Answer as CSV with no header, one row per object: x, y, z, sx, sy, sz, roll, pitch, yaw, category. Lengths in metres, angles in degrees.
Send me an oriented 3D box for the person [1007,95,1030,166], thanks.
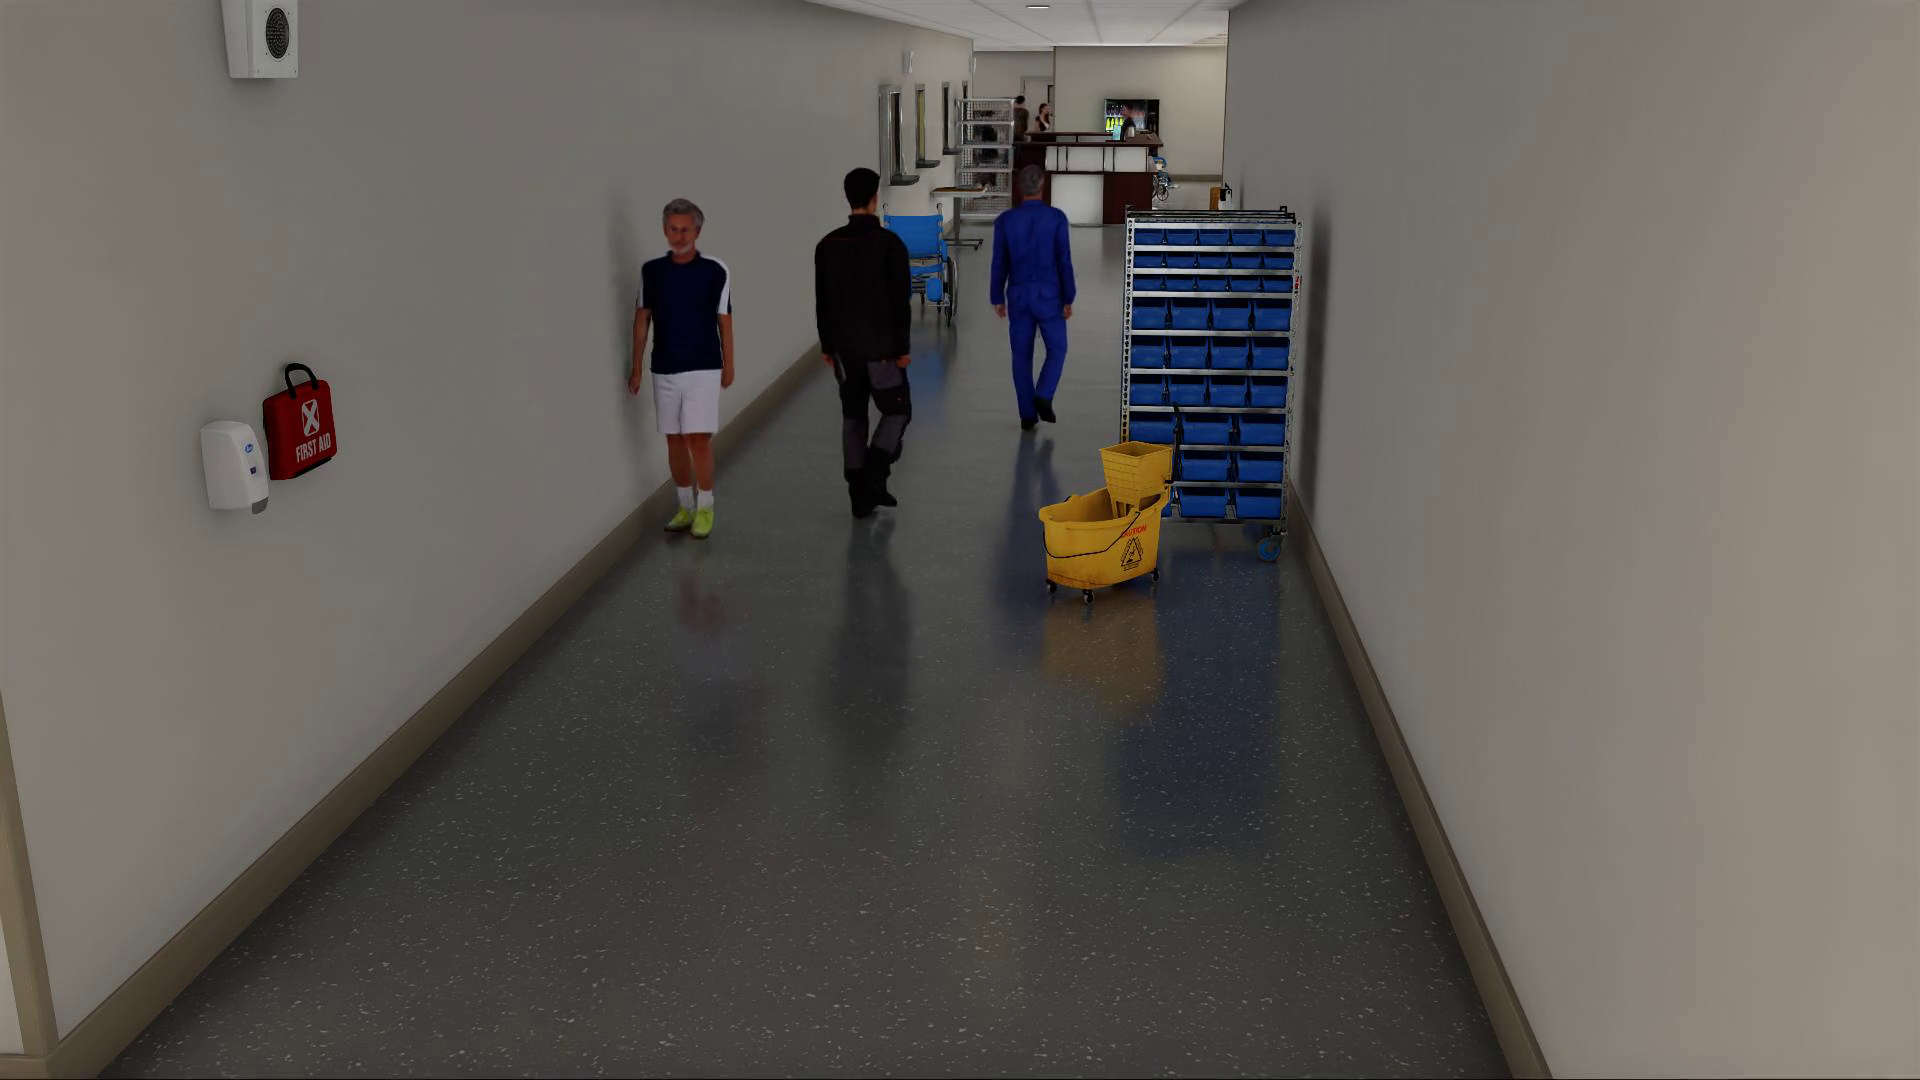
1.369,-9.800,40.335,1.213,1.850,1.030,8,18,26,person

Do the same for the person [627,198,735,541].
-1.427,-0.911,8.887,0.633,1.807,0.772,4,16,15,person

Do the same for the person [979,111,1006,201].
0.541,-7.471,32.346,1.013,1.703,0.837,-4,16,-13,person

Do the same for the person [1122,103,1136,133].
3.454,-7.855,33.477,0.873,1.827,0.683,1,16,2,person

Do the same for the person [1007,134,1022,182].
1.128,-7.419,32.979,0.490,1.219,0.507,1,16,4,person

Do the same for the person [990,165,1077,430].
0.506,-1.647,11.478,0.676,1.817,0.848,3,16,10,person

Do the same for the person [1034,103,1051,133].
1.642,-8.307,35.158,0.725,1.785,0.702,9,18,30,person

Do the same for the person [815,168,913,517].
-0.548,-1.063,9.194,0.691,1.931,0.835,5,16,16,person
